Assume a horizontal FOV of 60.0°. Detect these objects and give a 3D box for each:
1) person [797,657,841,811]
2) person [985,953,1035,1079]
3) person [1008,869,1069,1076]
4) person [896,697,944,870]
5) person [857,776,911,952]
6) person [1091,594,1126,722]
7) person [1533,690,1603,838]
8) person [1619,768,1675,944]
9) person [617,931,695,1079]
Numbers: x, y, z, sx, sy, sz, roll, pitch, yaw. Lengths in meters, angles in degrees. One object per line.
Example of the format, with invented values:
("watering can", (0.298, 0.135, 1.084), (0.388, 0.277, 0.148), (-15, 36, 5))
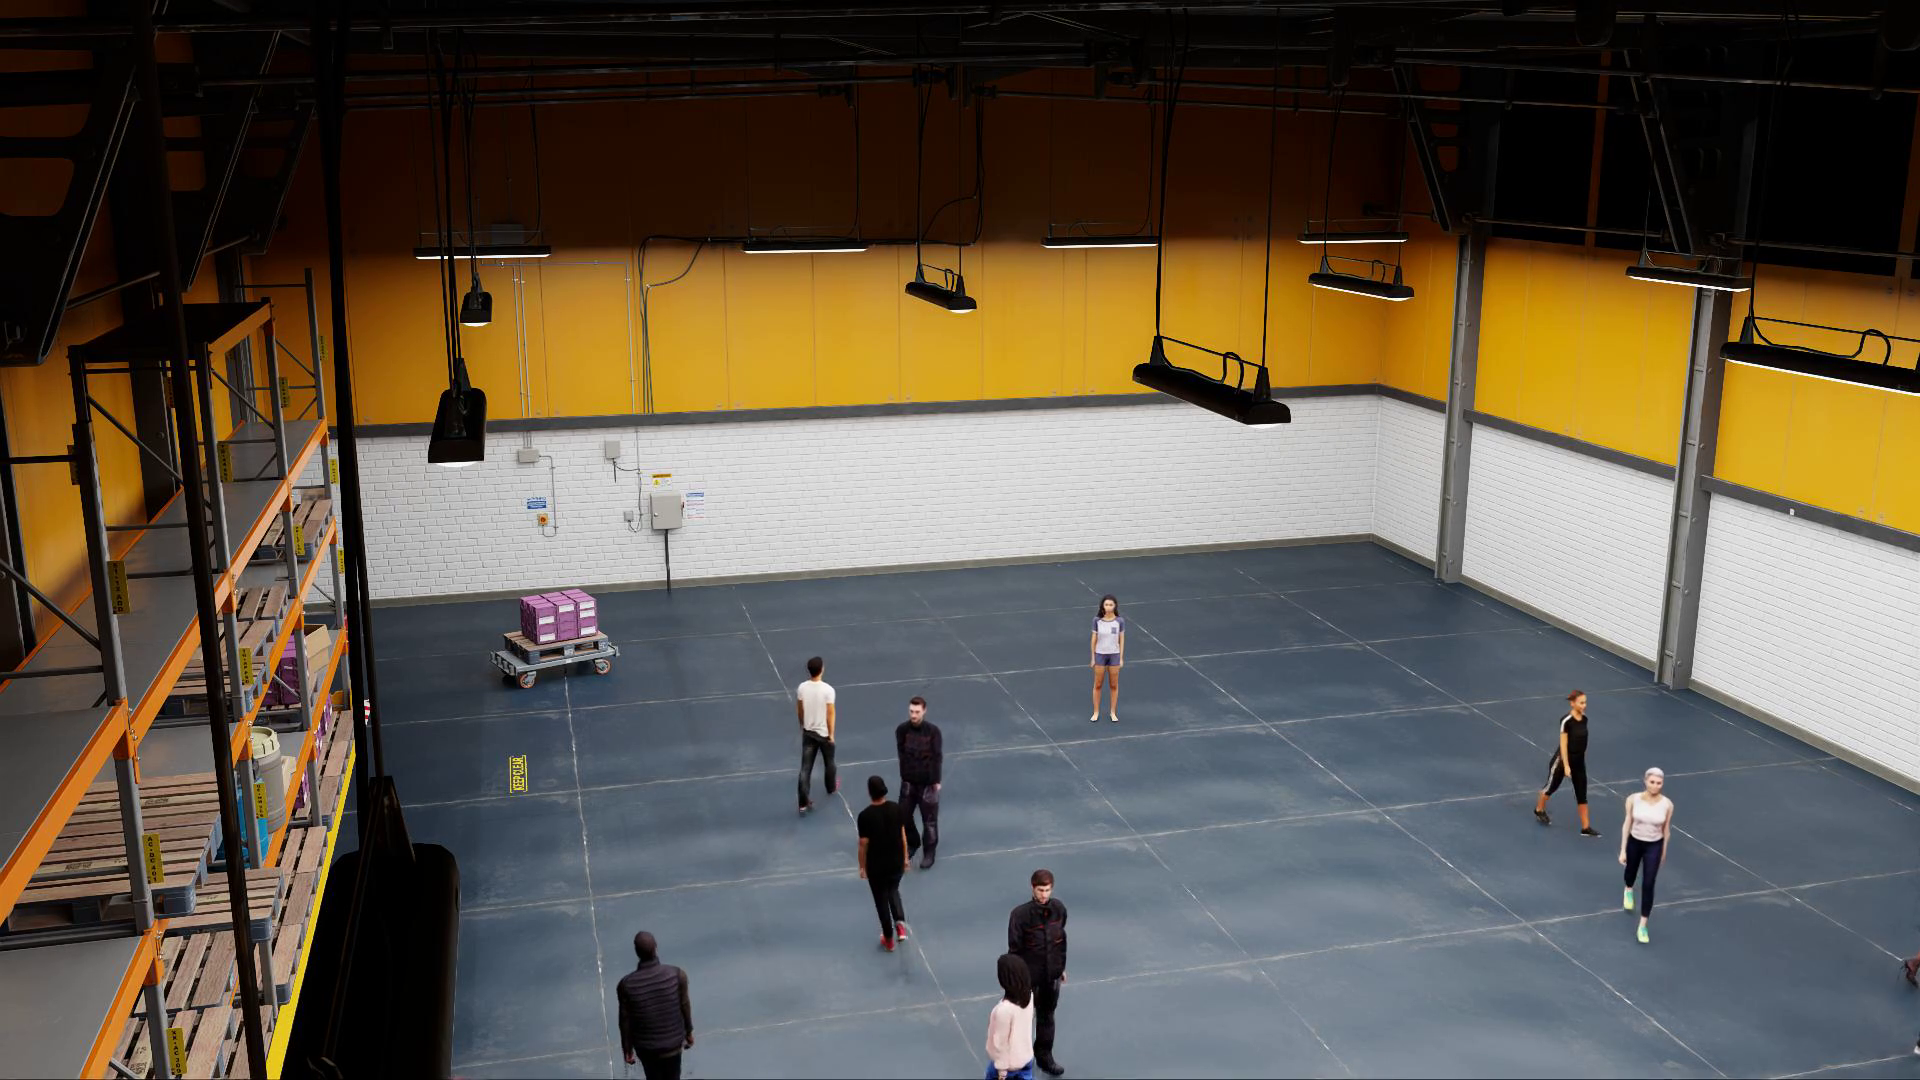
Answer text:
("person", (-1.698, 2.262, 19.199), (1.056, 1.761, 1.227), (5, 14, 19))
("person", (0.465, 3.938, 12.353), (1.271, 1.725, 1.095), (11, 18, 39))
("person", (0.634, 3.556, 13.685), (0.772, 1.840, 0.669), (-8, 16, -29))
("person", (-0.399, 2.551, 17.717), (0.833, 1.896, 0.867), (4, 14, 16))
("person", (-0.693, 3.105, 15.759), (0.719, 1.741, 0.719), (-5, 14, -19))
("person", (1.964, 1.559, 22.161), (0.646, 1.733, 0.615), (1, 14, 4))
("person", (6.738, 2.474, 18.617), (0.702, 1.623, 1.140), (-6, 15, -24))
("person", (6.685, 3.011, 16.300), (1.044, 1.670, 1.206), (5, 15, 21))
("person", (-2.272, 3.854, 12.528), (0.780, 1.806, 1.121), (-2, 14, -6))
